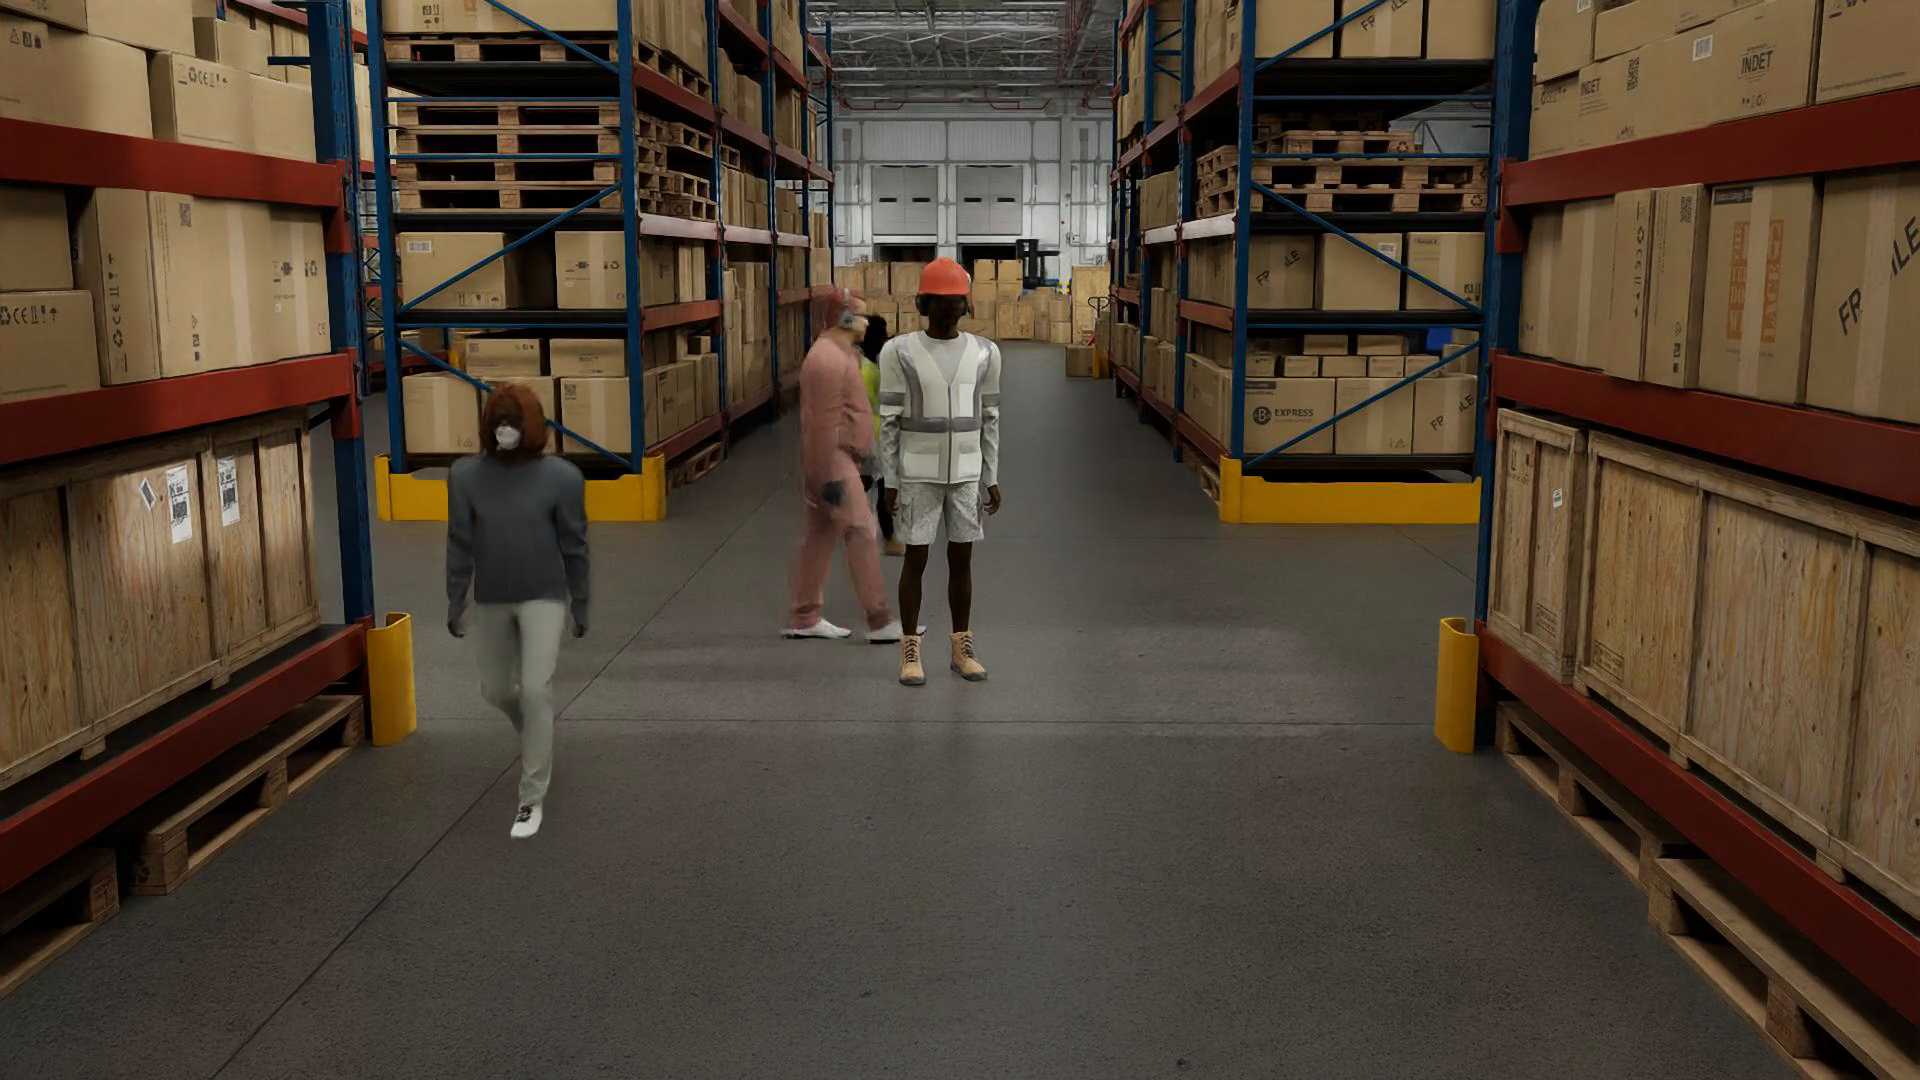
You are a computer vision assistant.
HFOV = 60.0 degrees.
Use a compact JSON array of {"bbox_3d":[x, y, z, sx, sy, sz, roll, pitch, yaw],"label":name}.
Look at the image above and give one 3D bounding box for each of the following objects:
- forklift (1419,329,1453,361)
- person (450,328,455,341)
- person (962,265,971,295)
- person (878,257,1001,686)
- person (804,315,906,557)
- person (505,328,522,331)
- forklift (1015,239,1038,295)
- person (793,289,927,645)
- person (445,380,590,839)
[{"bbox_3d":[9.263,-4.894,32.876,1.873,2.768,1.129,0,9,1],"label":"forklift"},{"bbox_3d":[-12.303,-5.425,39.910,0.506,1.593,0.886,-2,10,-13],"label":"person"},{"bbox_3d":[0.180,-7.936,53.916,0.354,1.936,0.635,2,10,12],"label":"person"},{"bbox_3d":[-0.085,-0.324,7.993,0.607,2.048,0.365,-3,10,-17],"label":"person"},{"bbox_3d":[-0.695,-0.711,11.432,0.751,1.674,0.527,0,9,-2],"label":"person"},{"bbox_3d":[-7.664,-3.751,29.199,0.632,1.822,0.775,2,10,11],"label":"person"},{"bbox_3d":[2.287,-8.975,57.322,1.873,2.768,1.129,-6,11,-32],"label":"forklift"},{"bbox_3d":[-0.525,-0.380,8.815,0.804,1.875,0.667,0,9,-2],"label":"person"},{"bbox_3d":[-1.592,0.212,6.072,0.505,1.612,0.680,0,9,3],"label":"person"}]
